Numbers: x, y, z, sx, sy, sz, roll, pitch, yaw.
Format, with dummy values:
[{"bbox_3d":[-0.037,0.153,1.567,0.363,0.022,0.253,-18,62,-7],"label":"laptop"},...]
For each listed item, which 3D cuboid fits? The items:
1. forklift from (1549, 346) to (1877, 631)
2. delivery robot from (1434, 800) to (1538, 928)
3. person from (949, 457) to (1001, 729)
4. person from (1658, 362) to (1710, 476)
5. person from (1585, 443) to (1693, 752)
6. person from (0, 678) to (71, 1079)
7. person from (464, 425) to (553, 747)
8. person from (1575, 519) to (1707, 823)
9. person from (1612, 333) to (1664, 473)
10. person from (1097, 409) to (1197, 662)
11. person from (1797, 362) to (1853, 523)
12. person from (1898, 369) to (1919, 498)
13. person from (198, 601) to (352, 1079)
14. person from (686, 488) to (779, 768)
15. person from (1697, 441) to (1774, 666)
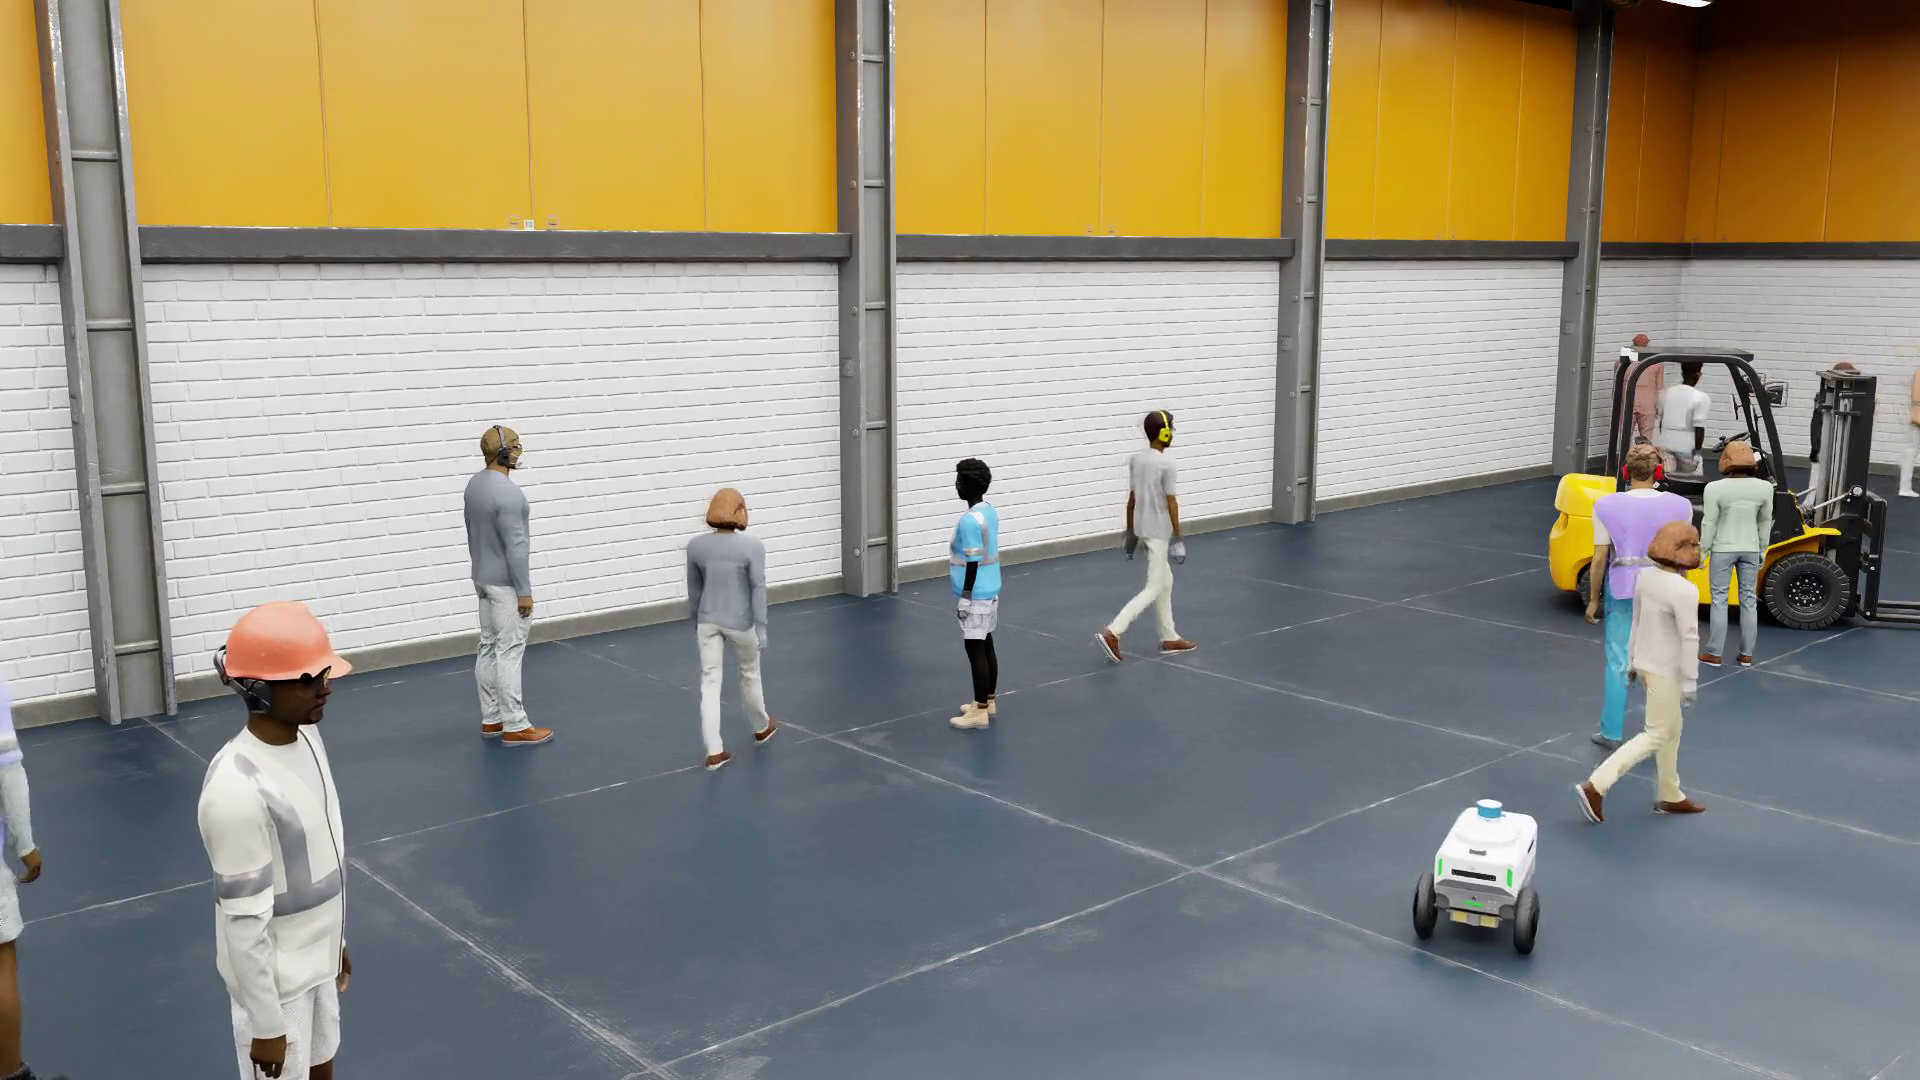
[{"bbox_3d":[6.109,-0.478,13.691,2.313,2.155,1.214,3,10,16],"label":"forklift"},{"bbox_3d":[2.315,1.385,7.300,0.477,0.478,0.707,5,11,26],"label":"delivery robot"},{"bbox_3d":[0.091,0.329,10.415,0.315,1.696,0.541,2,10,14],"label":"person"},{"bbox_3d":[7.538,-0.986,17.466,0.967,1.934,0.602,-7,12,-36],"label":"person"},{"bbox_3d":[4.007,0.355,9.851,0.565,1.840,0.396,1,10,7],"label":"person"},{"bbox_3d":[-3.476,1.056,5.634,0.703,1.892,0.392,-2,10,-12],"label":"person"},{"bbox_3d":[-2.754,0.272,10.047,0.372,1.940,0.627,-8,13,-39],"label":"person"},{"bbox_3d":[3.574,0.685,8.617,0.746,1.609,0.509,-1,10,-6],"label":"person"},{"bbox_3d":[9.111,-1.820,22.388,0.643,1.909,0.399,3,10,20],"label":"person"},{"bbox_3d":[1.379,-0.033,12.128,0.888,1.840,0.517,-5,11,-26],"label":"person"},{"bbox_3d":[9.467,-1.019,18.008,0.658,1.794,0.932,1,10,4],"label":"person"},{"bbox_3d":[11.849,-1.447,20.210,0.880,1.890,0.602,-2,10,-11],"label":"person"},{"bbox_3d":[-1.817,1.164,4.567,0.394,2.038,0.606,-1,10,-4],"label":"person"},{"bbox_3d":[-1.328,0.483,9.774,0.527,1.593,0.801,2,10,13],"label":"person"},{"bbox_3d":[5.550,0.101,11.940,0.497,1.633,0.288,0,10,0],"label":"person"}]
